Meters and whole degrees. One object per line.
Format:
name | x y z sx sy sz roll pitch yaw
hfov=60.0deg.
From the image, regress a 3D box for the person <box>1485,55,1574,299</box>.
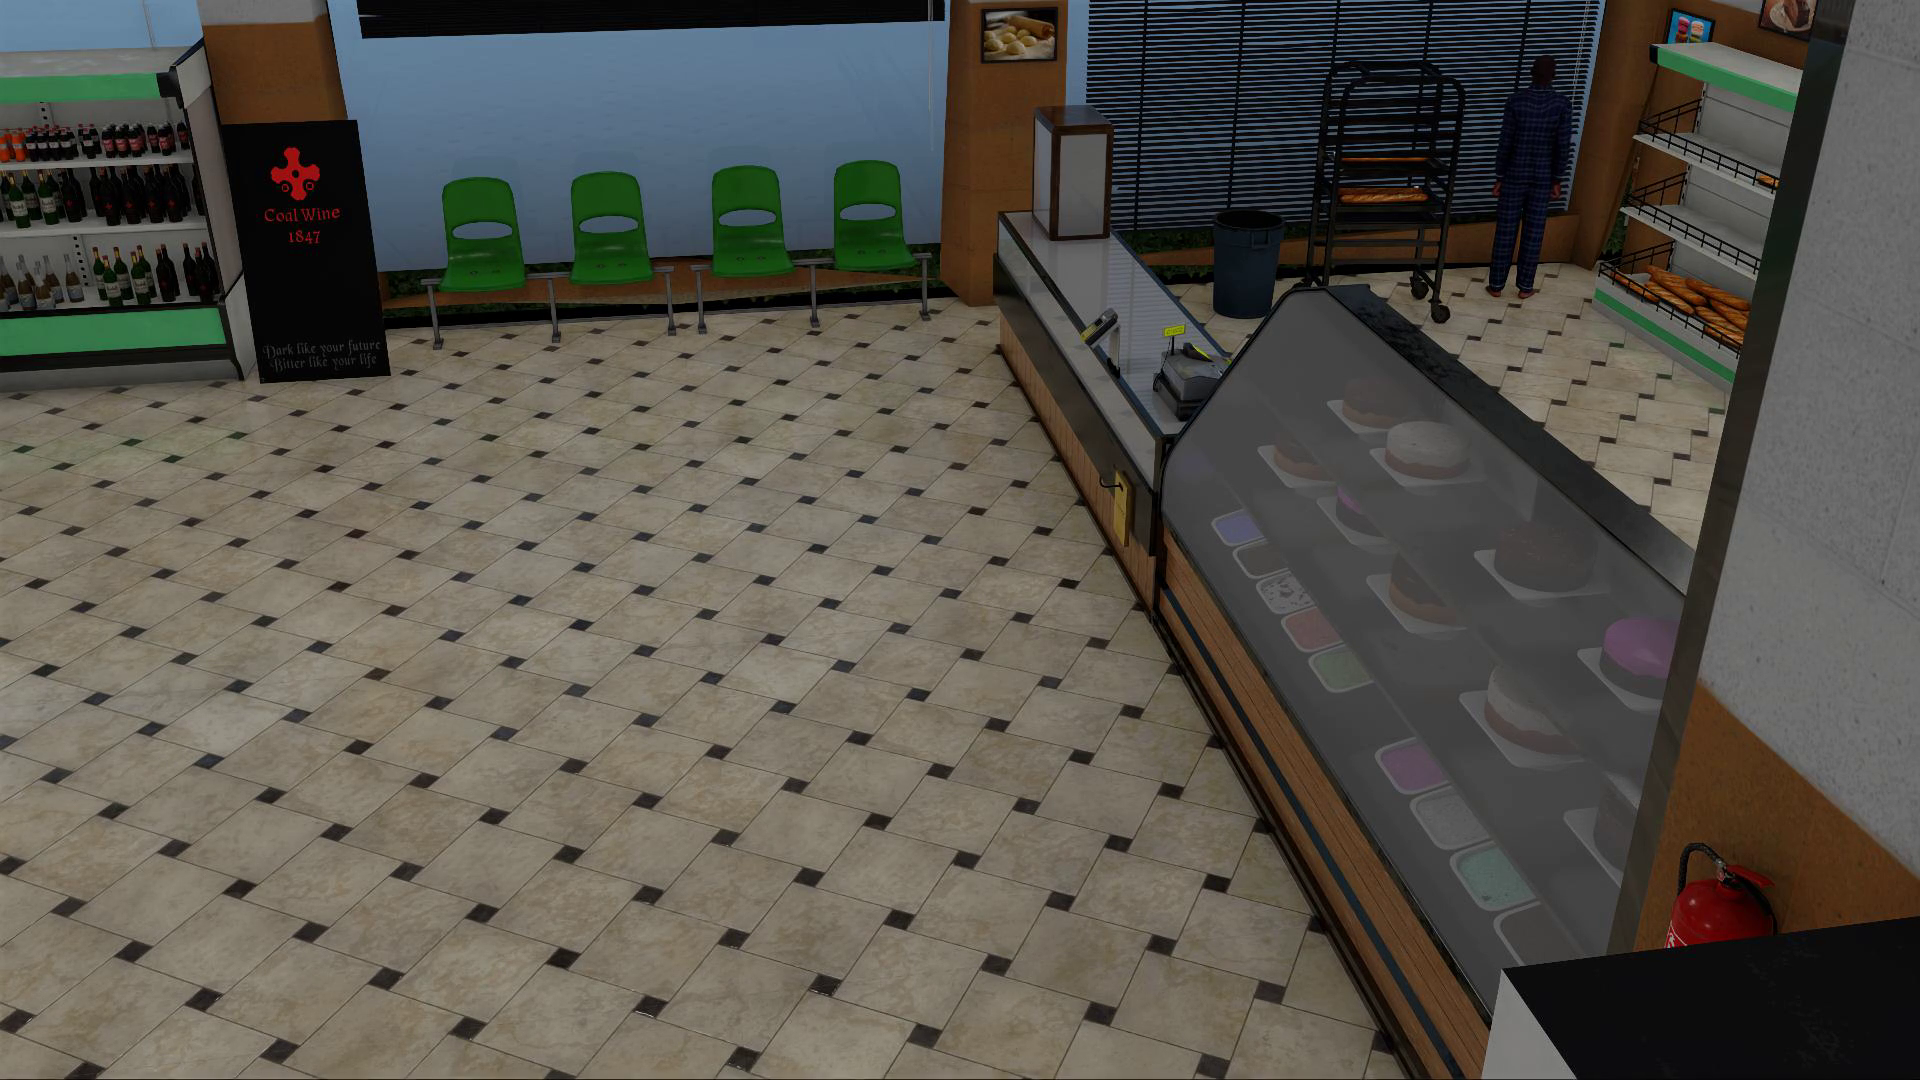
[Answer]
person | 4.262 -2.726 12.503 0.712 1.824 0.834 7 28 14
